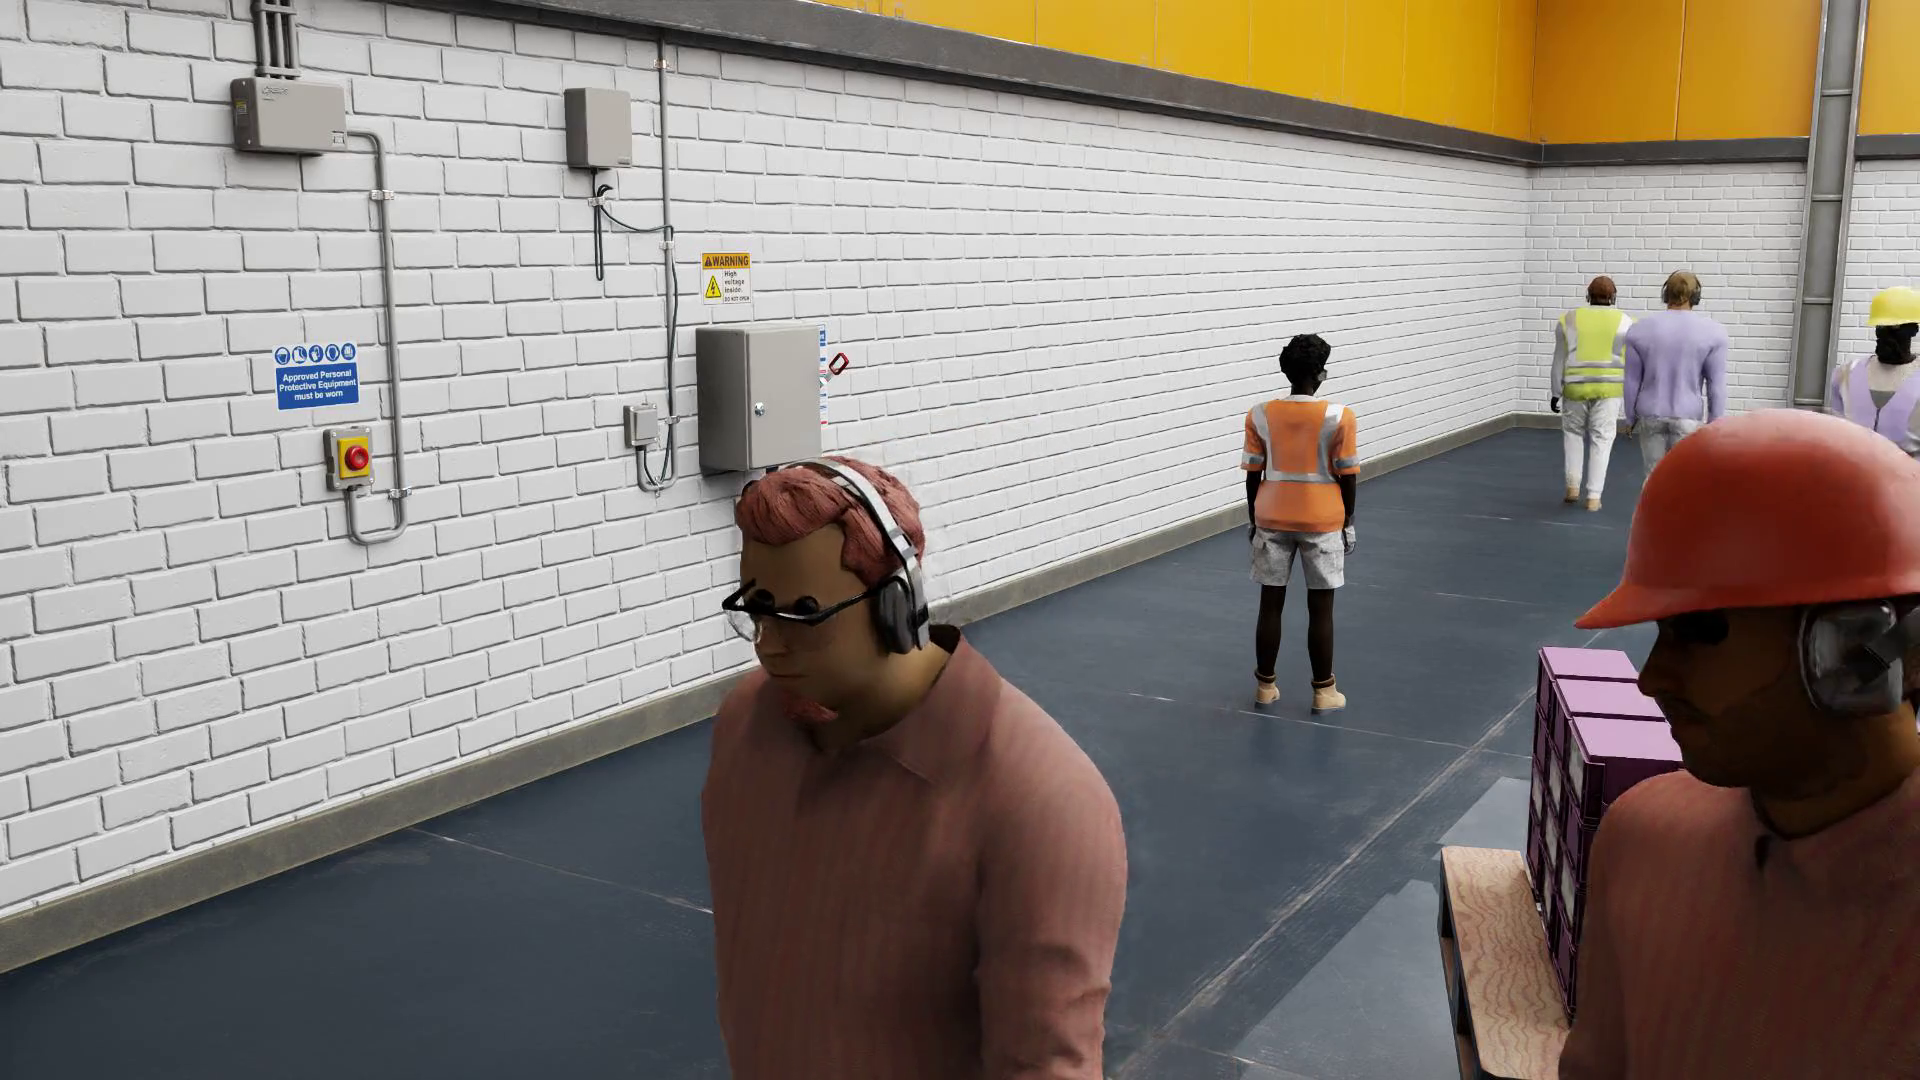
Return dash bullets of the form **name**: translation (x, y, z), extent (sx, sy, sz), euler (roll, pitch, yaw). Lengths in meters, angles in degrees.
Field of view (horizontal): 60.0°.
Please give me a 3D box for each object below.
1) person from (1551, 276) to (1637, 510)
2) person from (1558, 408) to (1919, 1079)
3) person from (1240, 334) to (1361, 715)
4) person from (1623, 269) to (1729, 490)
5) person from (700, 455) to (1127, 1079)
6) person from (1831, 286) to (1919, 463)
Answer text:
- **person**: translation (5.002, -1.161, 13.104), extent (0.650, 1.819, 0.638), euler (4, 11, 22)
- **person**: translation (0.753, 0.863, 1.509), extent (0.530, 1.968, 0.638), euler (-4, 11, -22)
- **person**: translation (1.510, -0.065, 7.394), extent (0.531, 1.692, 0.320), euler (5, 12, 27)
- **person**: translation (4.591, -0.780, 10.760), extent (0.633, 1.921, 0.677), euler (6, 12, 31)
- **person**: translation (-0.111, 0.824, 2.016), extent (0.671, 1.844, 0.984), euler (7, 13, 35)
- **person**: translation (4.422, -0.255, 7.896), extent (0.886, 1.900, 0.594), euler (-9, 13, -40)
